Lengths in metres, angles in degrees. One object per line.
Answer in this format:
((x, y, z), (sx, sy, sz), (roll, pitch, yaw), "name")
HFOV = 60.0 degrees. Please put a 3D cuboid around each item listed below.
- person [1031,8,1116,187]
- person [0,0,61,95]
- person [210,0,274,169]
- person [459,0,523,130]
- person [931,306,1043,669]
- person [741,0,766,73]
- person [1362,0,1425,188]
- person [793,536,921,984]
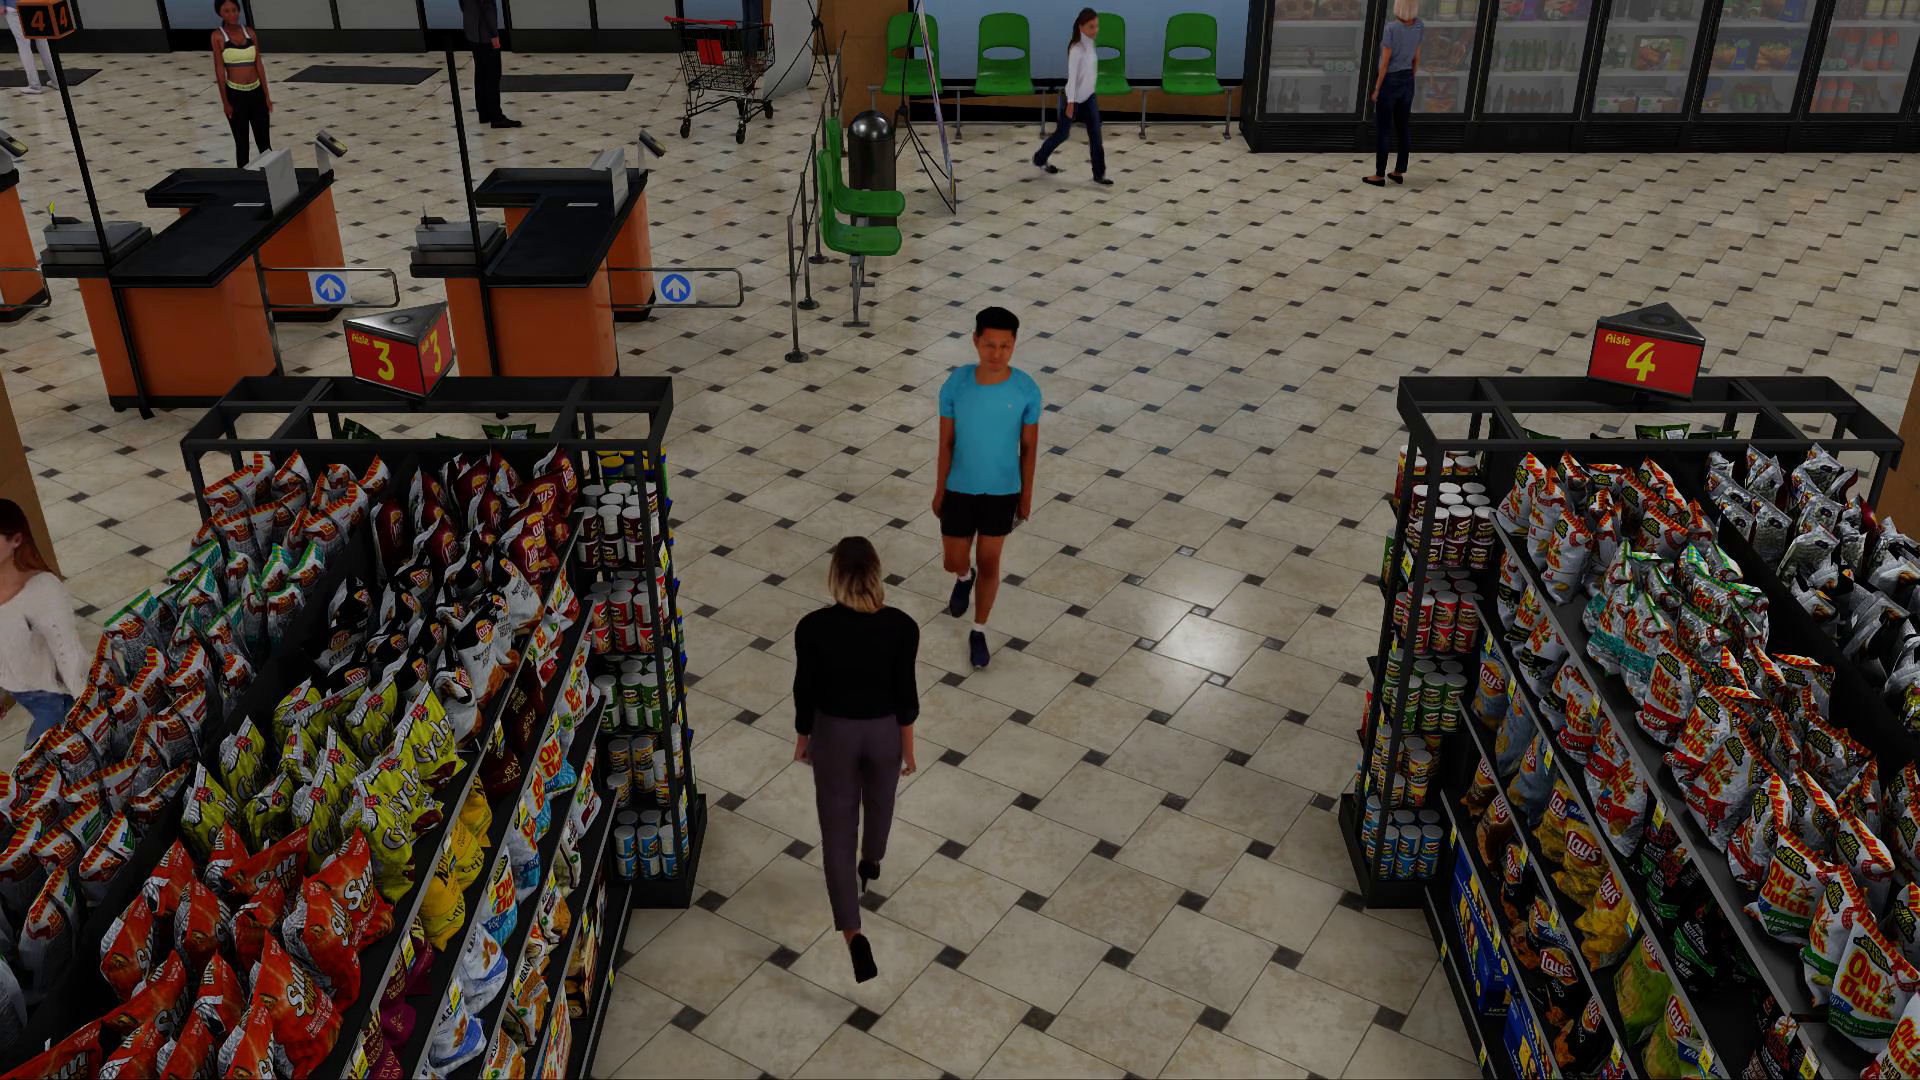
((0.972, -3.822, 14.556), (1.083, 1.430, 1.074), (18, 33, 30), "person")
((-9.846, -5.655, 17.436), (0.802, 1.888, 0.691), (16, 33, 27), "person")
((-6.015, -3.697, 13.989), (0.639, 1.755, 0.694), (-24, 37, -37), "person")
((-4.662, -4.987, 16.261), (0.871, 1.841, 0.780), (-21, 35, -33), "person")
((0.115, -0.276, 7.714), (0.681, 1.763, 0.795), (4, 29, 8), "person")
((-2.314, -6.111, 18.372), (0.731, 1.790, 0.617), (-15, 32, -26), "person")
((3.806, -3.963, 14.510), (0.660, 1.722, 0.643), (-12, 31, -21), "person")
((-0.353, 0.802, 5.873), (0.696, 1.634, 1.089), (-4, 29, -7), "person")
